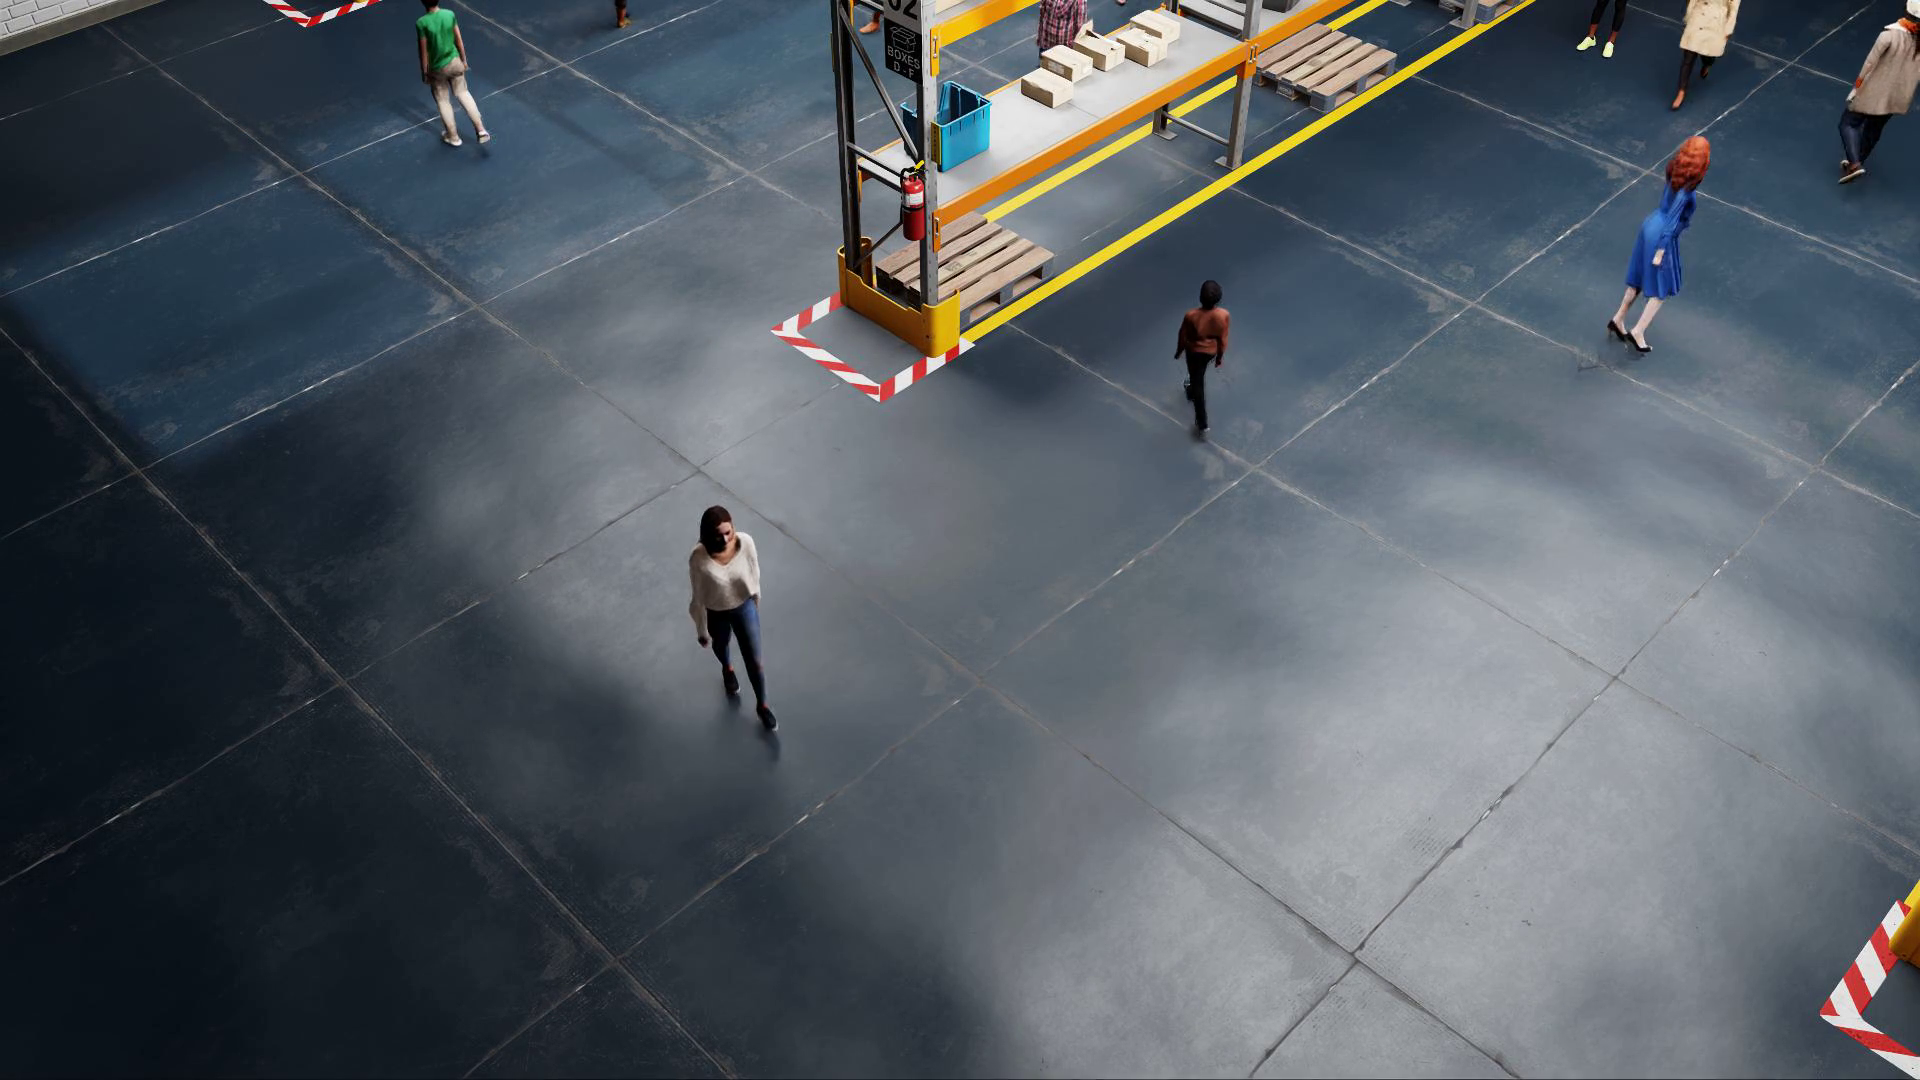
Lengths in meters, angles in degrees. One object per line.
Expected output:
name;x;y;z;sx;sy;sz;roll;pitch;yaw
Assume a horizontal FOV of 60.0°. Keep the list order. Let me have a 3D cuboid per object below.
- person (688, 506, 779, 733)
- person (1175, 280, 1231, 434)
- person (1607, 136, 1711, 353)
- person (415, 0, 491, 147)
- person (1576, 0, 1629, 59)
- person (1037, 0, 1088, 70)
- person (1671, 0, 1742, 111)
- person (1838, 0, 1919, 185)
person;-1.489;0.383;10.411;0.966;1.662;0.922;-14;45;-14
person;1.837;-1.384;12.577;0.914;1.231;0.882;-9;44;-9
person;5.472;-2.314;13.144;0.892;1.796;0.808;14;45;15
person;-4.729;-4.359;15.404;0.653;1.640;0.800;35;53;31
person;6.687;-5.771;16.802;0.592;1.756;0.561;26;49;25
person;0.978;-4.706;15.693;0.916;1.744;0.698;-34;53;-30
person;7.243;-4.981;16.038;0.726;1.666;0.899;27;50;25
person;8.293;-3.996;14.856;0.979;1.871;1.045;0;44;0
